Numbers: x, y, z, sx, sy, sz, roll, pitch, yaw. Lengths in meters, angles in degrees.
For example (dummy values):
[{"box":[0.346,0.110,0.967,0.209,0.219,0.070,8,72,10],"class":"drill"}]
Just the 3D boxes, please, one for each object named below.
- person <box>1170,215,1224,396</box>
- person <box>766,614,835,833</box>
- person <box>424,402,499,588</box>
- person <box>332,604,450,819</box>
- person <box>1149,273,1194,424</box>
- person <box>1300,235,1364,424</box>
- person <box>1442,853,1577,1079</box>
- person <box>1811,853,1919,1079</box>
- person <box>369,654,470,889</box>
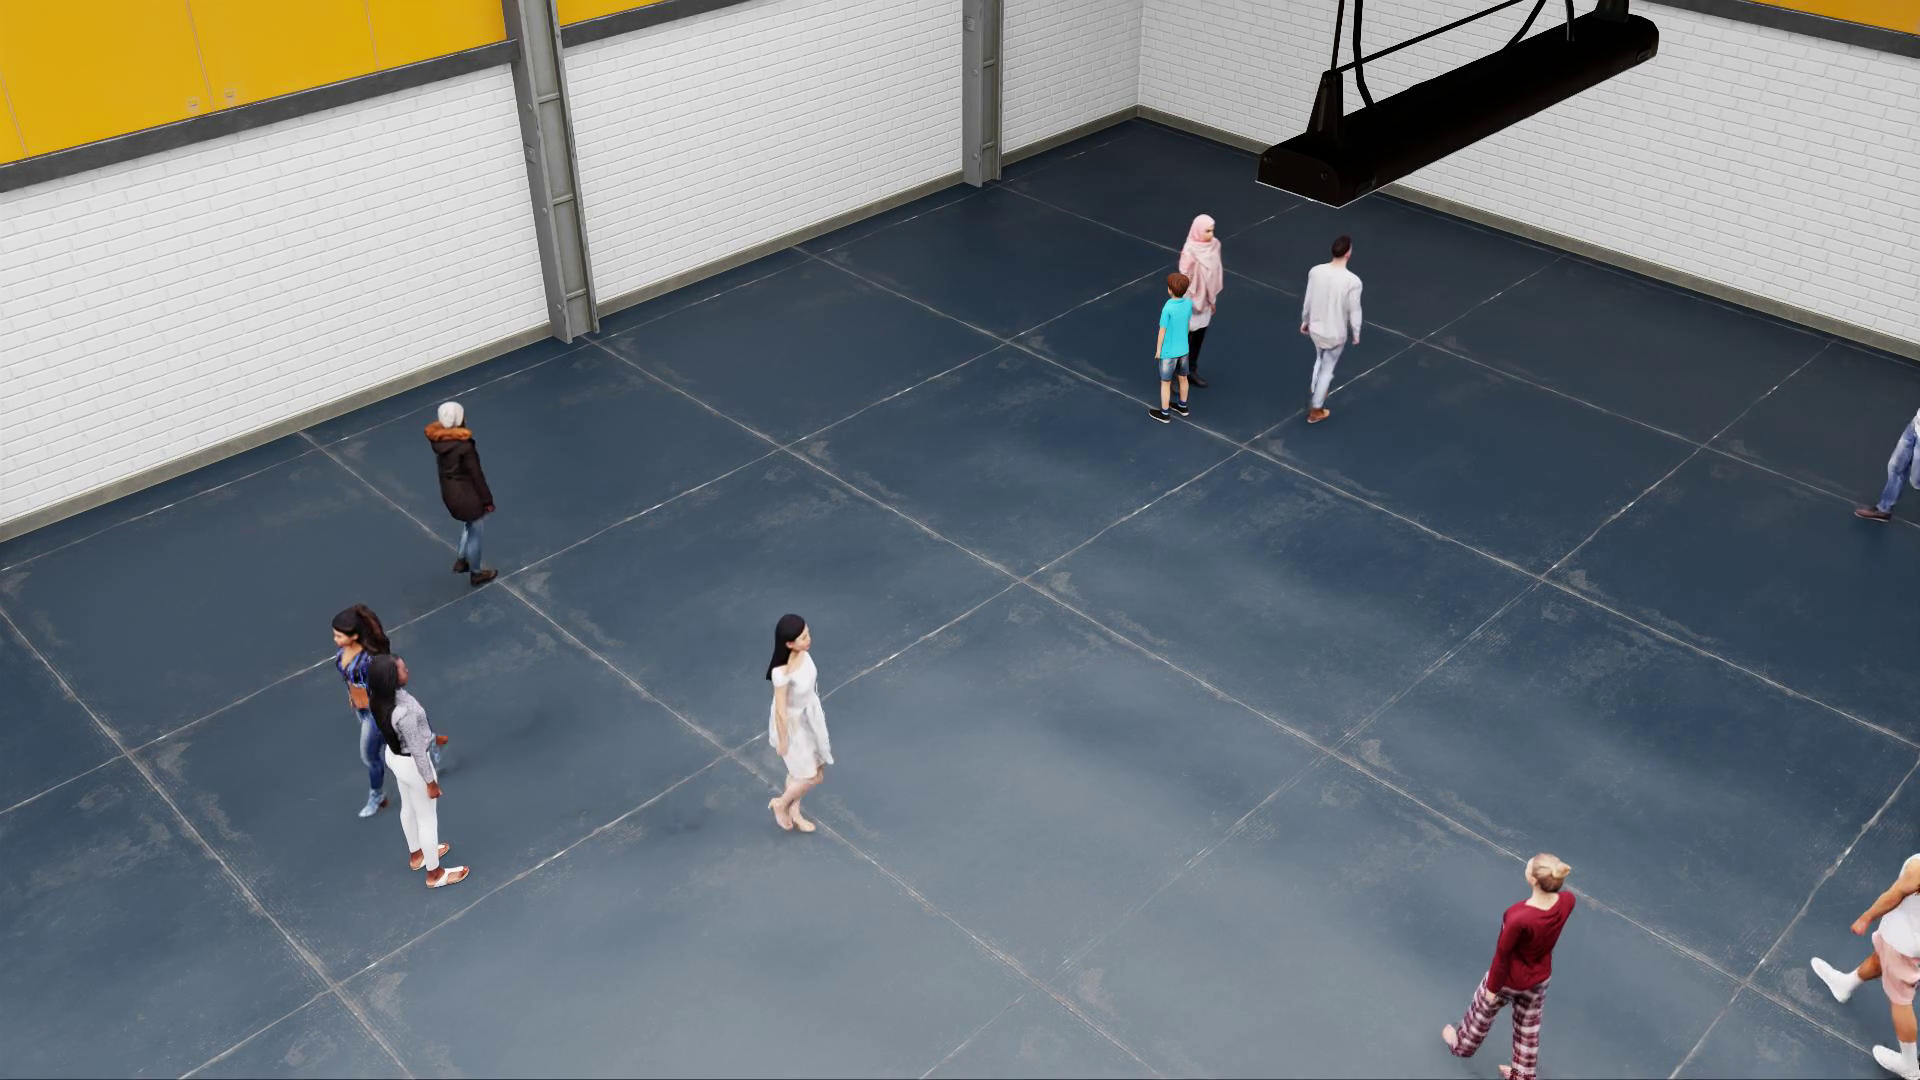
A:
[{"box":[2.213,-2.222,15.683,0.552,1.797,0.717,-23,40,-31],"class":"person"},{"box":[-1.124,1.196,10.575,0.876,1.759,0.824,5,34,8],"class":"person"},{"box":[-3.916,-0.317,12.972,0.620,1.626,0.602,26,42,34],"class":"person"},{"box":[-3.783,1.073,10.905,0.936,1.599,0.619,-29,43,-36],"class":"person"},{"box":[1.988,-1.787,15.344,0.455,1.447,0.602,-22,39,-29],"class":"person"},{"box":[3.327,-1.889,15.159,0.695,1.824,0.641,28,43,35],"class":"person"},{"box":[3.052,2.335,8.927,0.857,1.687,0.852,-14,36,-20],"class":"person"},{"box":[5.261,2.202,9.075,1.179,1.745,1.061,-12,35,-17],"class":"person"},{"box":[-3.394,1.404,10.293,0.527,1.724,0.617,-25,41,-32],"class":"person"}]
